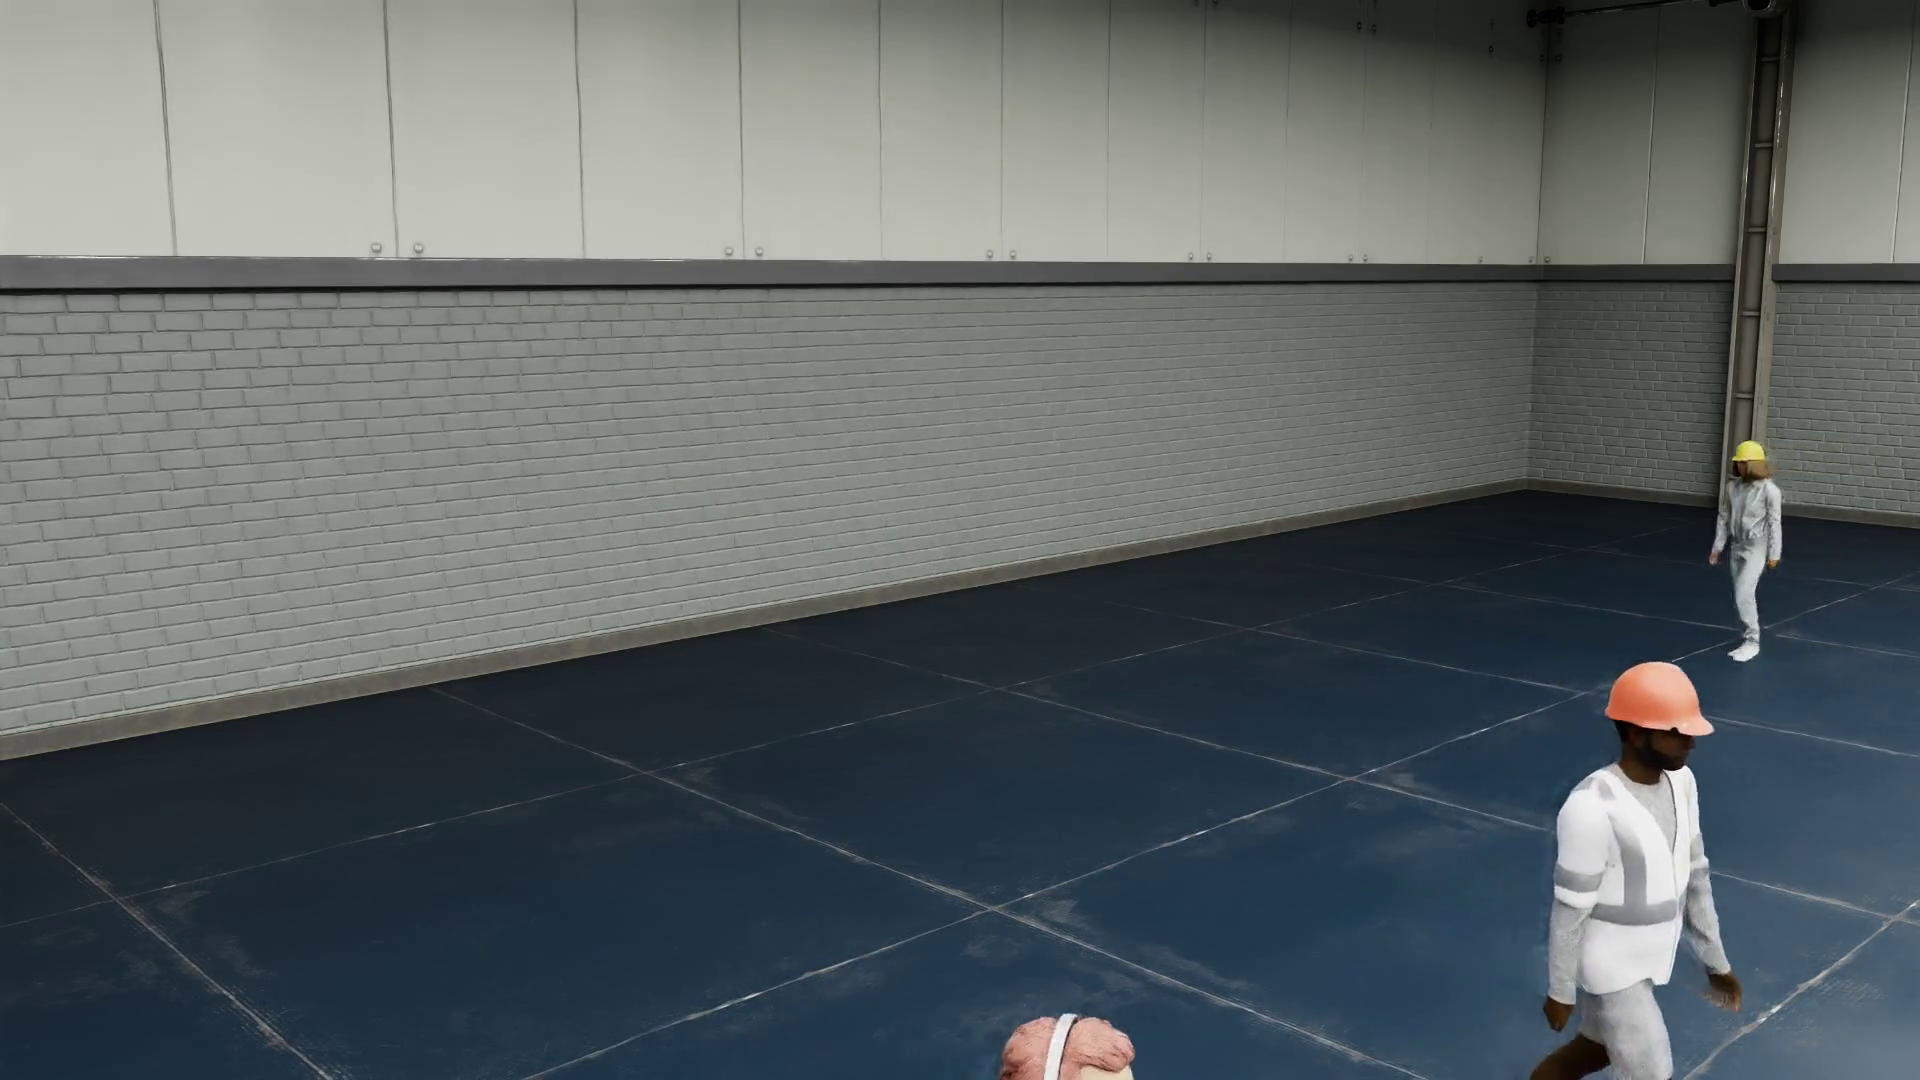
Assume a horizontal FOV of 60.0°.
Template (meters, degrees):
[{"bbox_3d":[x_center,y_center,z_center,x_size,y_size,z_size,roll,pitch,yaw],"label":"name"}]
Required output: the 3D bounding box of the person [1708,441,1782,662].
[{"bbox_3d":[6.127,0.094,12.973,0.525,1.729,0.491,-3,10,-17],"label":"person"}]

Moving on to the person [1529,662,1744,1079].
[{"bbox_3d":[2.026,1.278,5.143,0.564,1.897,1.005,-8,12,-40],"label":"person"}]

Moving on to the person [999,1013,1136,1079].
[{"bbox_3d":[0.084,1.676,2.782,1.033,1.854,0.645,6,11,33],"label":"person"}]
